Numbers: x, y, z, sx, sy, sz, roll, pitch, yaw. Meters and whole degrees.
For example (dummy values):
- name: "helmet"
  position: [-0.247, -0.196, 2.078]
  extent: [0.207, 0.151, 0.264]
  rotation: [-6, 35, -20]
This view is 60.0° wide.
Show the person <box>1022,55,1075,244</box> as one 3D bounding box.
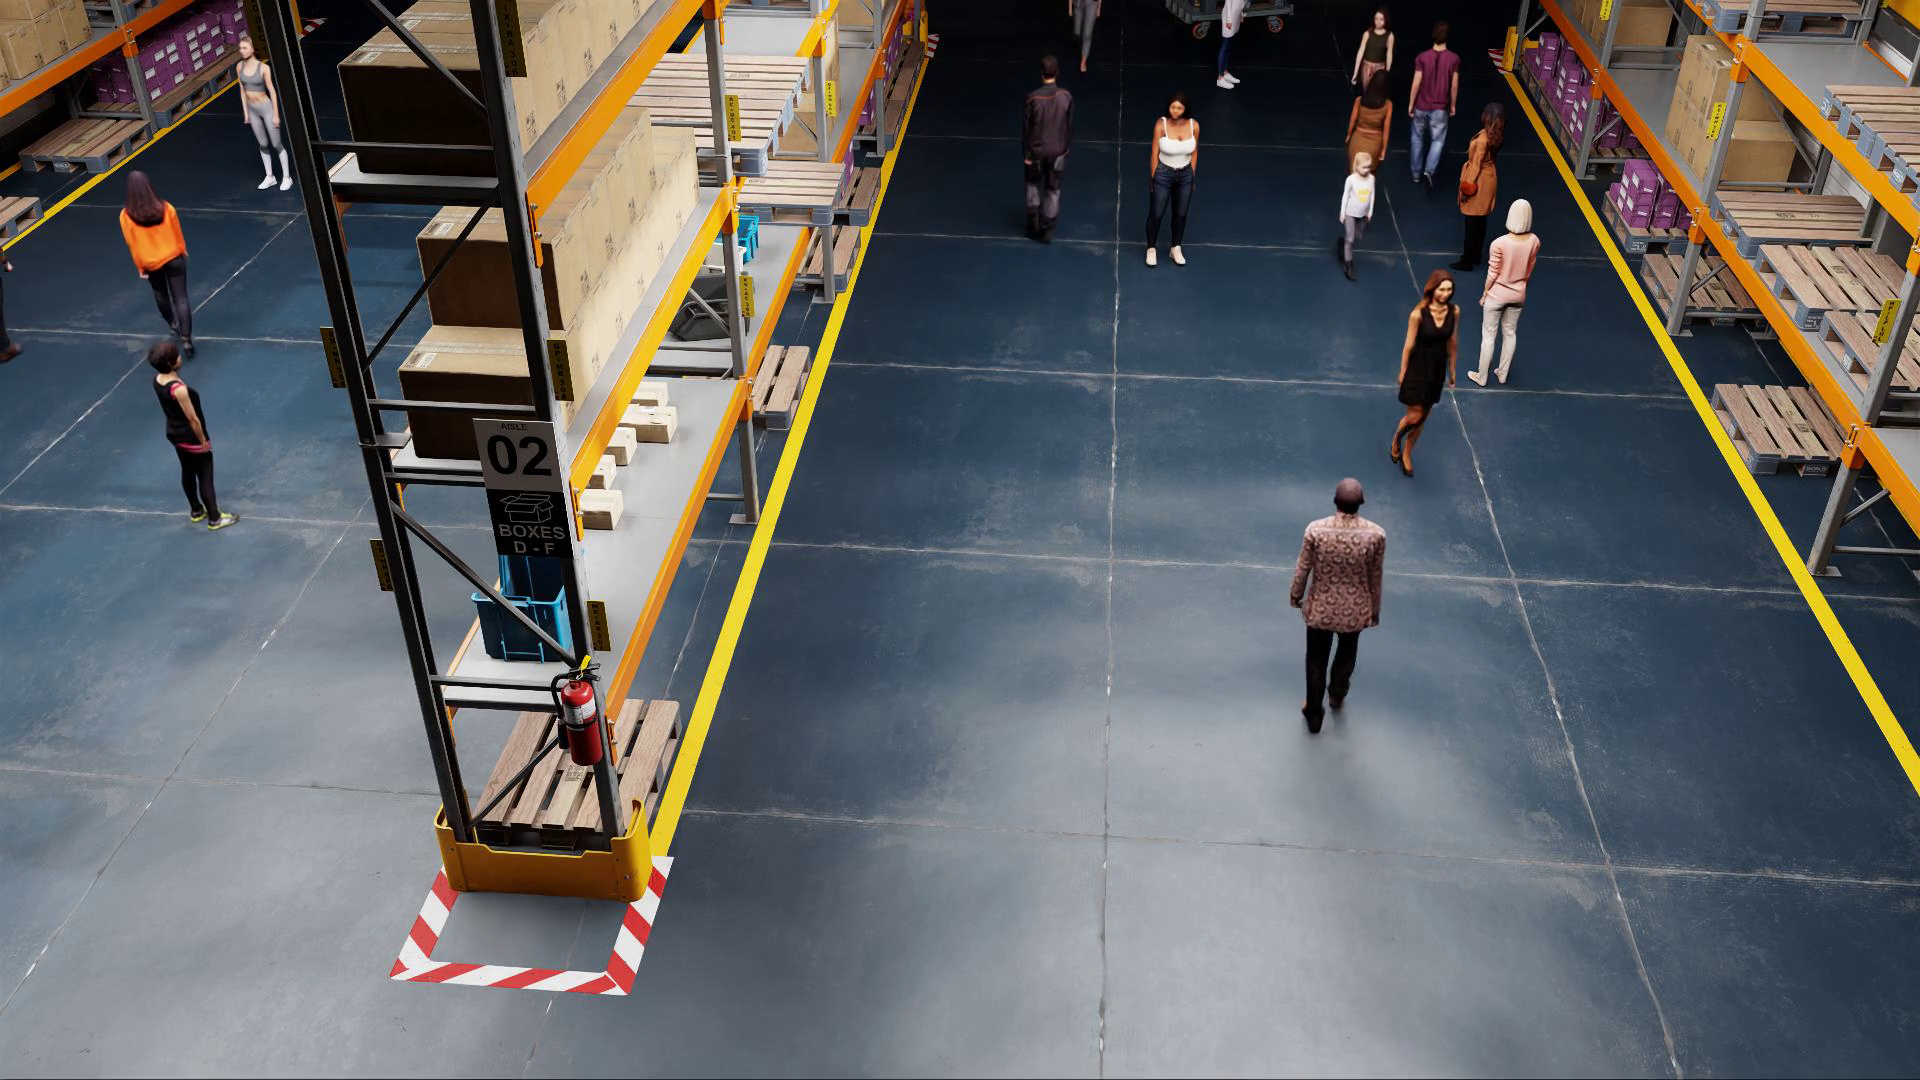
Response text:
- name: "person"
  position: [0.907, -3.983, 17.106]
  extent: [0.783, 1.930, 0.787]
  rotation: [-4, 34, -7]

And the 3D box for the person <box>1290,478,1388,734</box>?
- name: "person"
  position: [2.390, 0.473, 10.531]
  extent: [0.716, 1.790, 0.735]
  rotation: [4, 34, 5]

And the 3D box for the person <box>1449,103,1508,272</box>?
- name: "person"
  position: [5.193, -3.532, 16.619]
  extent: [0.838, 1.719, 0.741]
  rotation: [26, 41, 33]

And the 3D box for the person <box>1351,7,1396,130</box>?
- name: "person"
  position: [4.963, -5.614, 19.938]
  extent: [0.850, 1.511, 1.133]
  rotation: [17, 37, 24]

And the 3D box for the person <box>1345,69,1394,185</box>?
- name: "person"
  position: [4.268, -4.061, 17.470]
  extent: [0.699, 1.657, 0.958]
  rotation: [6, 34, 9]

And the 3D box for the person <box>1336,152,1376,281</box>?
- name: "person"
  position: [3.943, -3.289, 16.666]
  extent: [0.662, 1.263, 0.866]
  rotation: [-8, 34, -11]

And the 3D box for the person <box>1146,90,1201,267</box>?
- name: "person"
  position: [2.127, -3.645, 16.709]
  extent: [0.678, 1.807, 0.656]
  rotation: [-3, 34, -5]

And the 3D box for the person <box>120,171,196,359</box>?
- name: "person"
  position: [-7.172, -2.452, 14.993]
  extent: [0.893, 1.721, 1.065]
  rotation: [-13, 36, -19]

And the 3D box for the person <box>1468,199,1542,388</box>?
- name: "person"
  position: [4.774, -2.158, 14.546]
  extent: [0.659, 1.725, 0.623]
  rotation: [-7, 34, -10]

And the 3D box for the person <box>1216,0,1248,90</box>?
- name: "person"
  position: [3.492, -6.746, 21.403]
  extent: [0.743, 1.776, 0.604]
  rotation: [17, 37, 24]

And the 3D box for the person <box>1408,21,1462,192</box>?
- name: "person"
  position: [5.224, -4.769, 18.377]
  extent: [0.782, 1.832, 1.028]
  rotation: [8, 34, 12]

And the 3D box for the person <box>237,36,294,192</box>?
- name: "person"
  position: [-7.726, -4.735, 18.444]
  extent: [0.582, 1.702, 0.563]
  rotation: [6, 34, 9]

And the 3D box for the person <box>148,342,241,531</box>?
- name: "person"
  position: [-5.892, -0.807, 12.670]
  extent: [0.620, 1.553, 0.642]
  rotation: [21, 39, 29]

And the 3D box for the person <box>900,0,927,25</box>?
- name: "person"
  position: [-0.694, -8.170, 23.656]
  extent: [0.761, 1.652, 0.564]
  rotation: [1, 34, 1]

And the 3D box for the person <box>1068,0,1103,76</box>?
- name: "person"
  position: [1.663, -7.028, 21.935]
  extent: [0.651, 1.657, 0.977]
  rotation: [5, 34, 8]

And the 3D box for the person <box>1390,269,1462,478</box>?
- name: "person"
  position: [3.657, -1.345, 13.230]
  extent: [0.697, 1.828, 0.730]
  rotation: [-9, 35, -14]
